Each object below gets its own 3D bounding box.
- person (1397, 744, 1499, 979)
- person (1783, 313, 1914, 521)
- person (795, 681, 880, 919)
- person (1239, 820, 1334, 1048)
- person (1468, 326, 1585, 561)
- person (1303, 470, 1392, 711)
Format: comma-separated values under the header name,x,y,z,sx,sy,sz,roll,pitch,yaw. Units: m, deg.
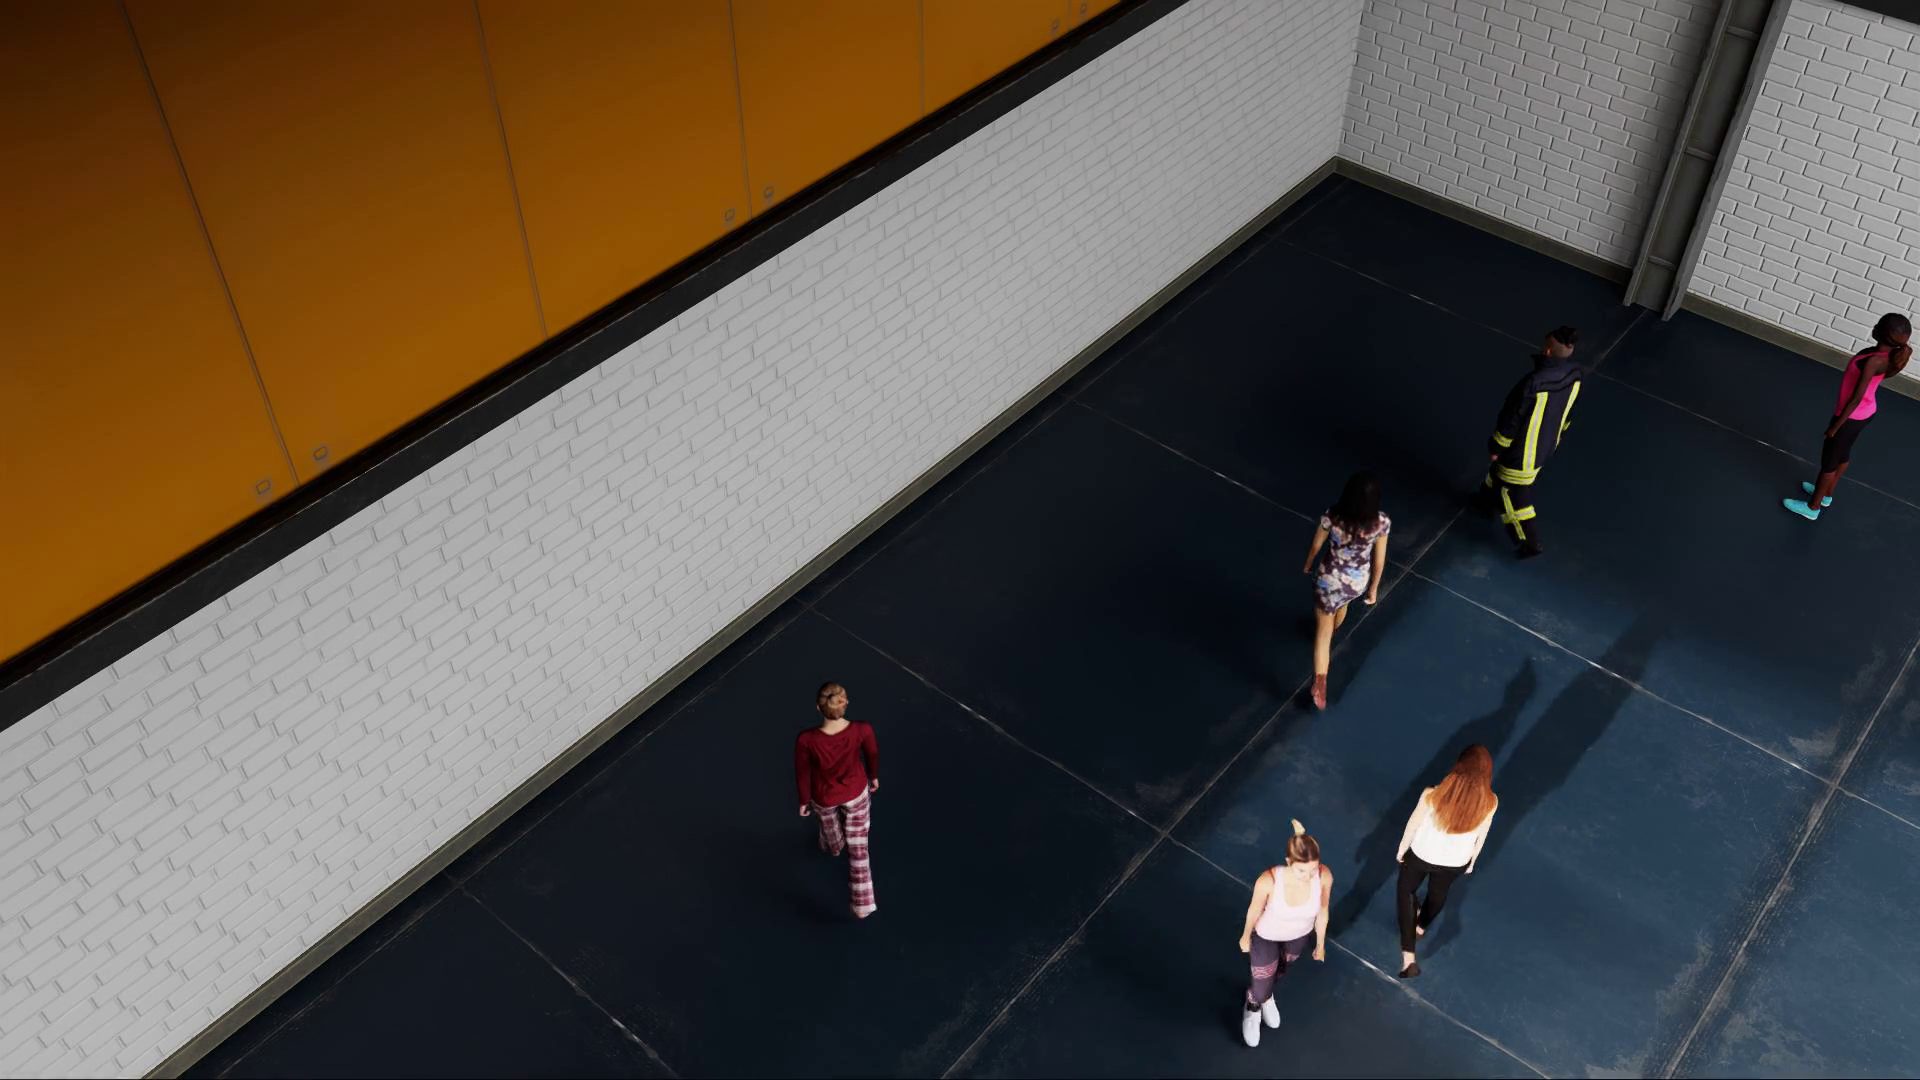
name,x,y,z,sx,sy,sz,roll,pitch,yaw
person,2.585,1.751,8.938,0.930,1.711,0.915,5,44,6
person,6.273,-0.874,11.684,0.597,1.724,0.591,-31,51,-28
person,-0.658,1.450,9.284,1.011,1.669,1.125,-8,44,-8
person,1.667,1.989,8.745,0.702,1.633,0.756,-6,44,-7
person,3.930,-0.659,11.383,0.976,1.827,1.186,-22,48,-21
person,2.384,0.328,10.444,1.109,1.694,1.089,2,44,2
